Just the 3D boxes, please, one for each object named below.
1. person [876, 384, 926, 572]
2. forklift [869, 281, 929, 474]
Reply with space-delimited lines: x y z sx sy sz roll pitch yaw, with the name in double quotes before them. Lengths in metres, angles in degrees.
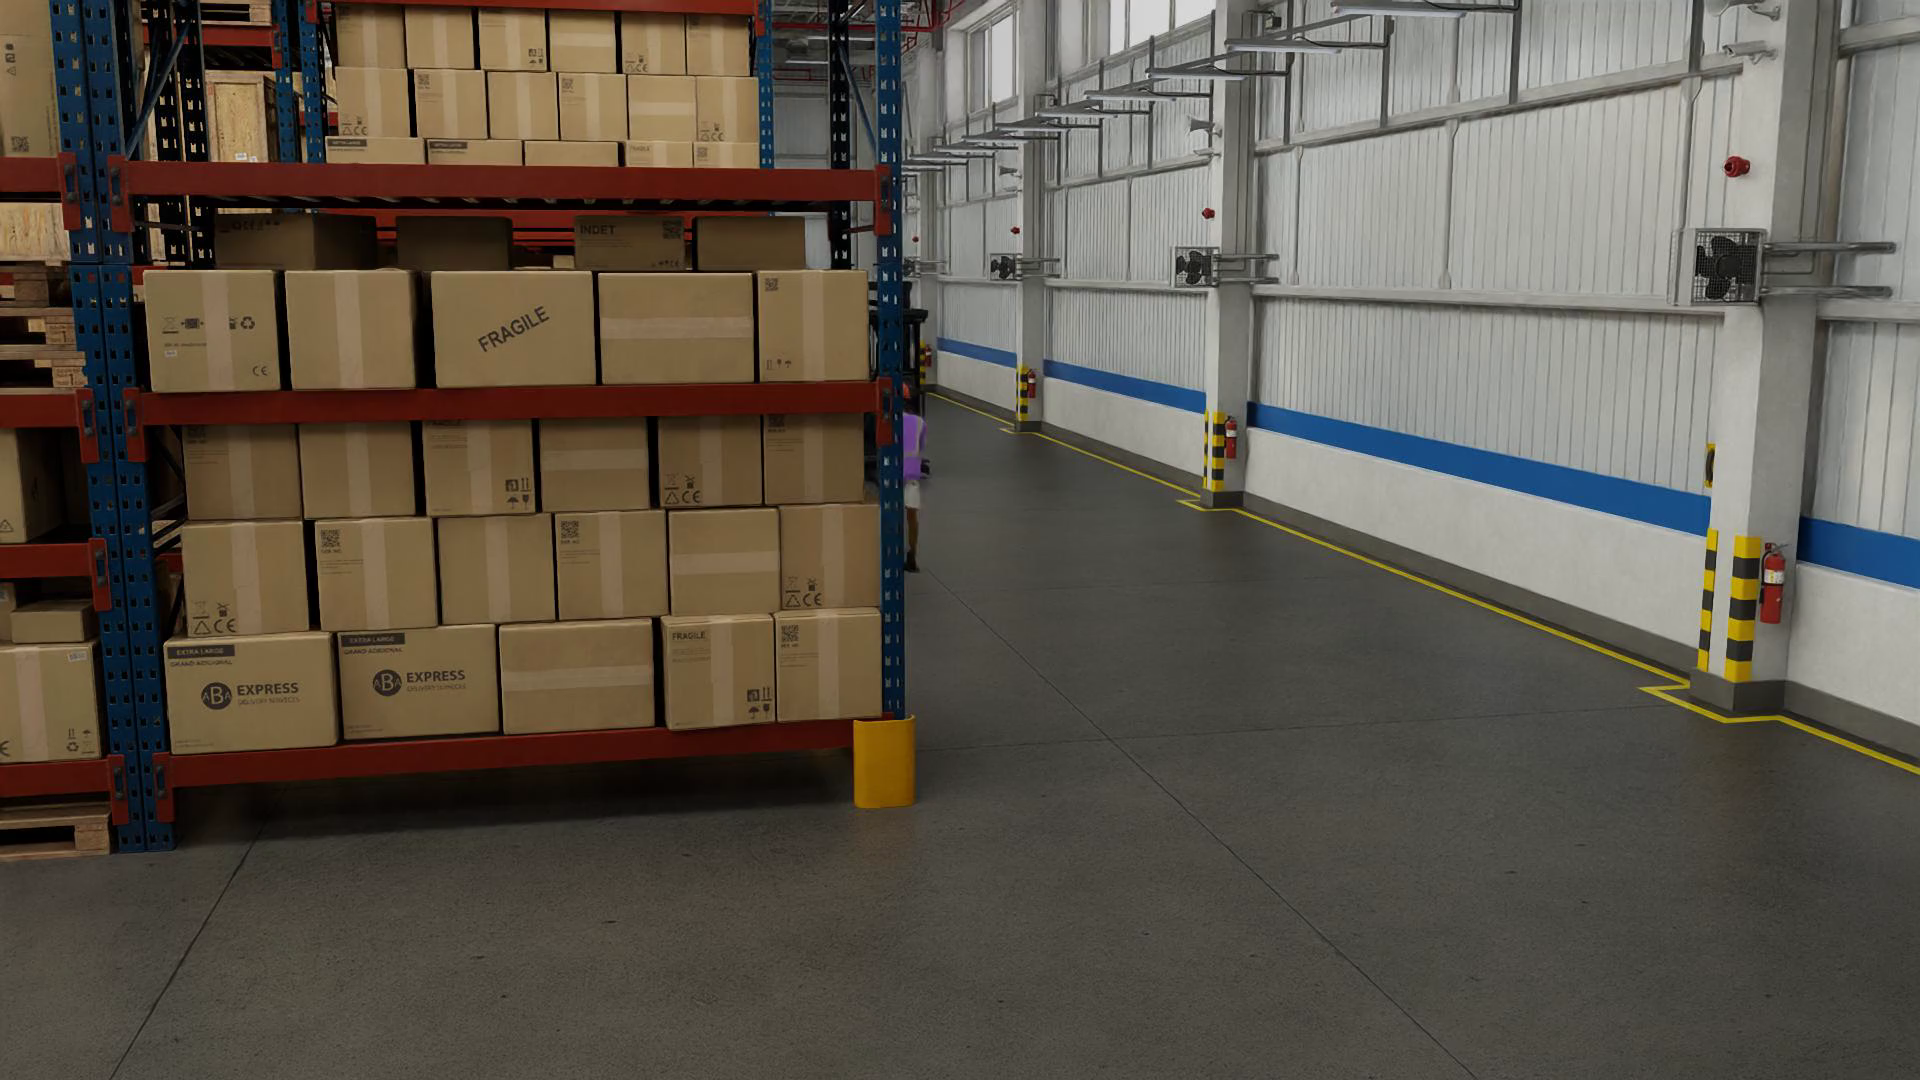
"person" -0.613 -0.659 16.854 0.550 1.871 1.035 -3 10 -17
"forklift" -1.193 -2.445 24.701 1.129 2.768 1.873 -2 10 -12
